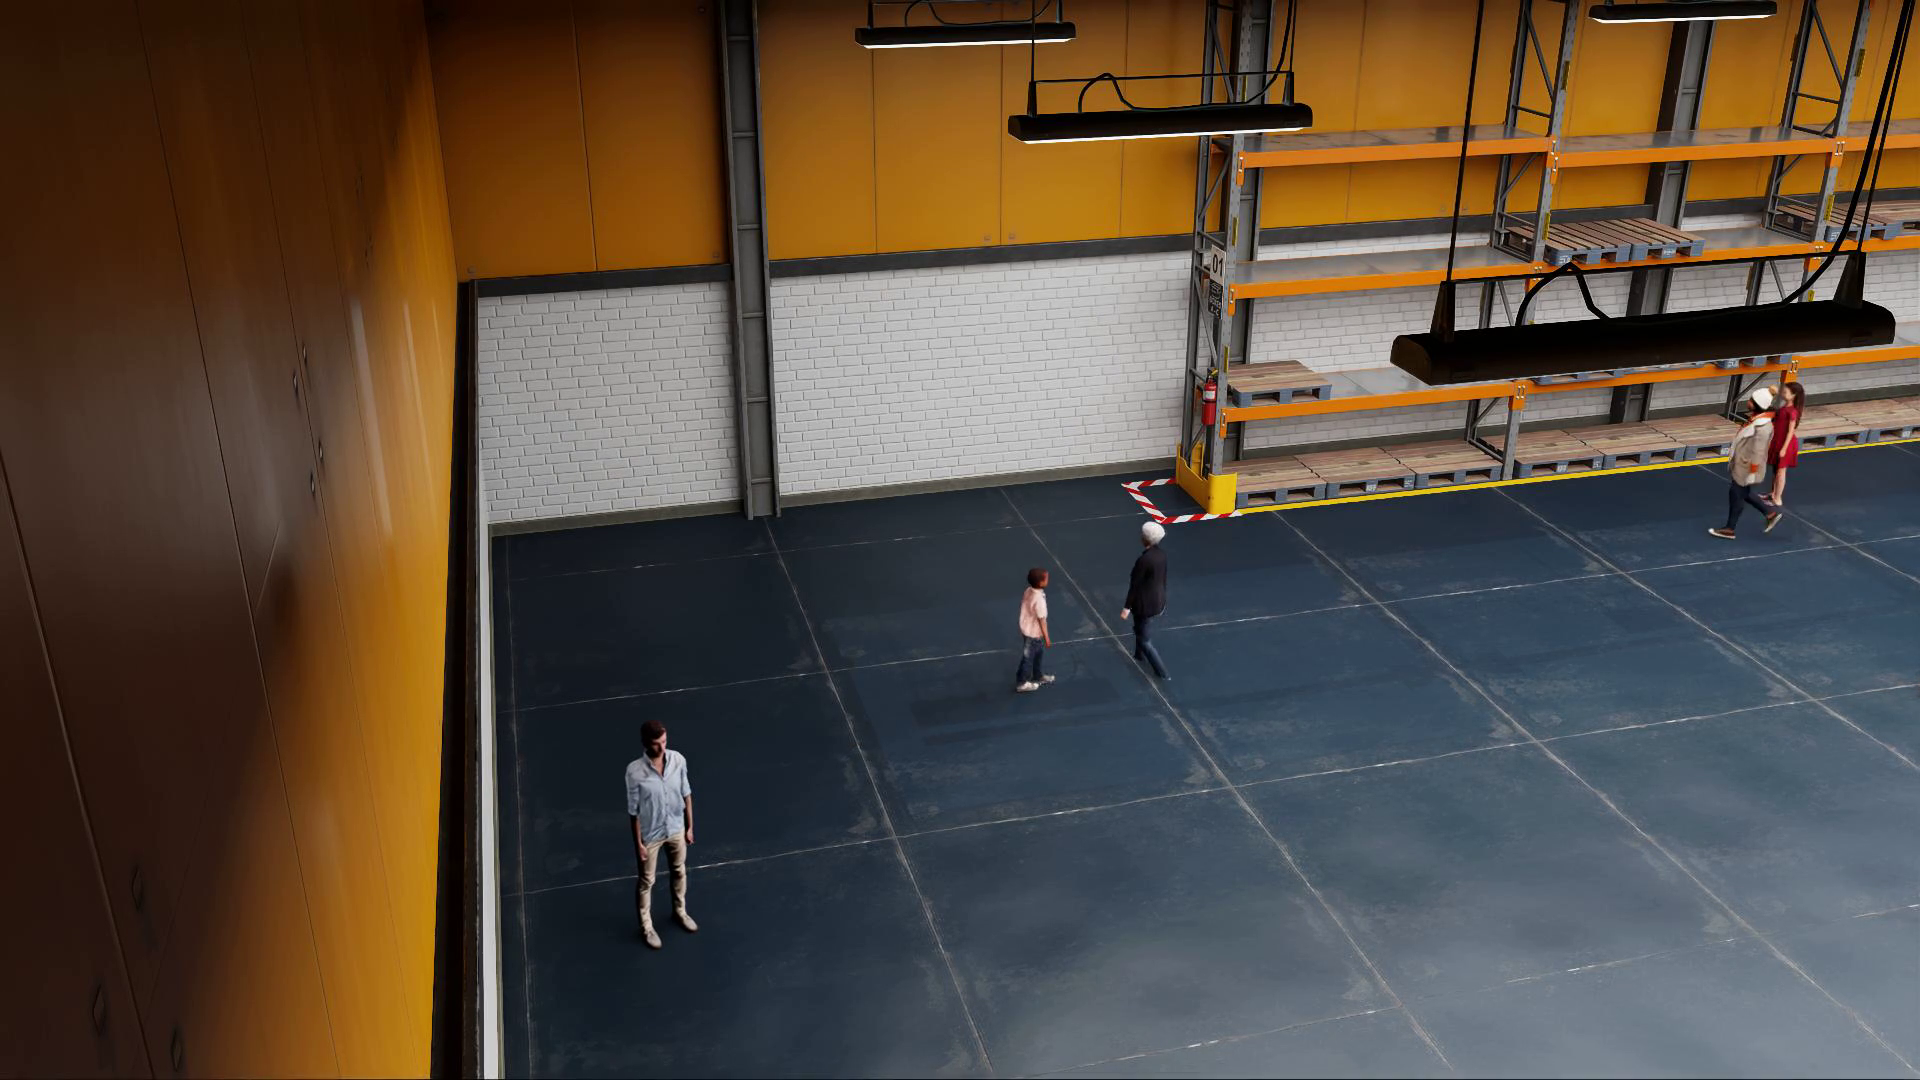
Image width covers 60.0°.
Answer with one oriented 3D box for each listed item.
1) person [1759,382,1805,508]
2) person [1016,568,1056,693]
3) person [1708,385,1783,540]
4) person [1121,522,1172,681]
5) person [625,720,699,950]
[{"bbox_3d":[9.966,-1.174,20.104,0.714,1.553,0.653,4,24,10],"label":"person"},{"bbox_3d":[0.625,0.864,15.765,0.630,1.293,0.517,-6,24,-14],"label":"person"},{"bbox_3d":[9.135,-0.883,19.034,1.125,1.877,1.023,9,25,19],"label":"person"},{"bbox_3d":[1.879,0.693,16.190,1.022,1.773,1.109,18,30,36],"label":"person"},{"bbox_3d":[-2.204,2.118,12.209,0.616,1.844,0.771,-15,28,-31],"label":"person"}]
